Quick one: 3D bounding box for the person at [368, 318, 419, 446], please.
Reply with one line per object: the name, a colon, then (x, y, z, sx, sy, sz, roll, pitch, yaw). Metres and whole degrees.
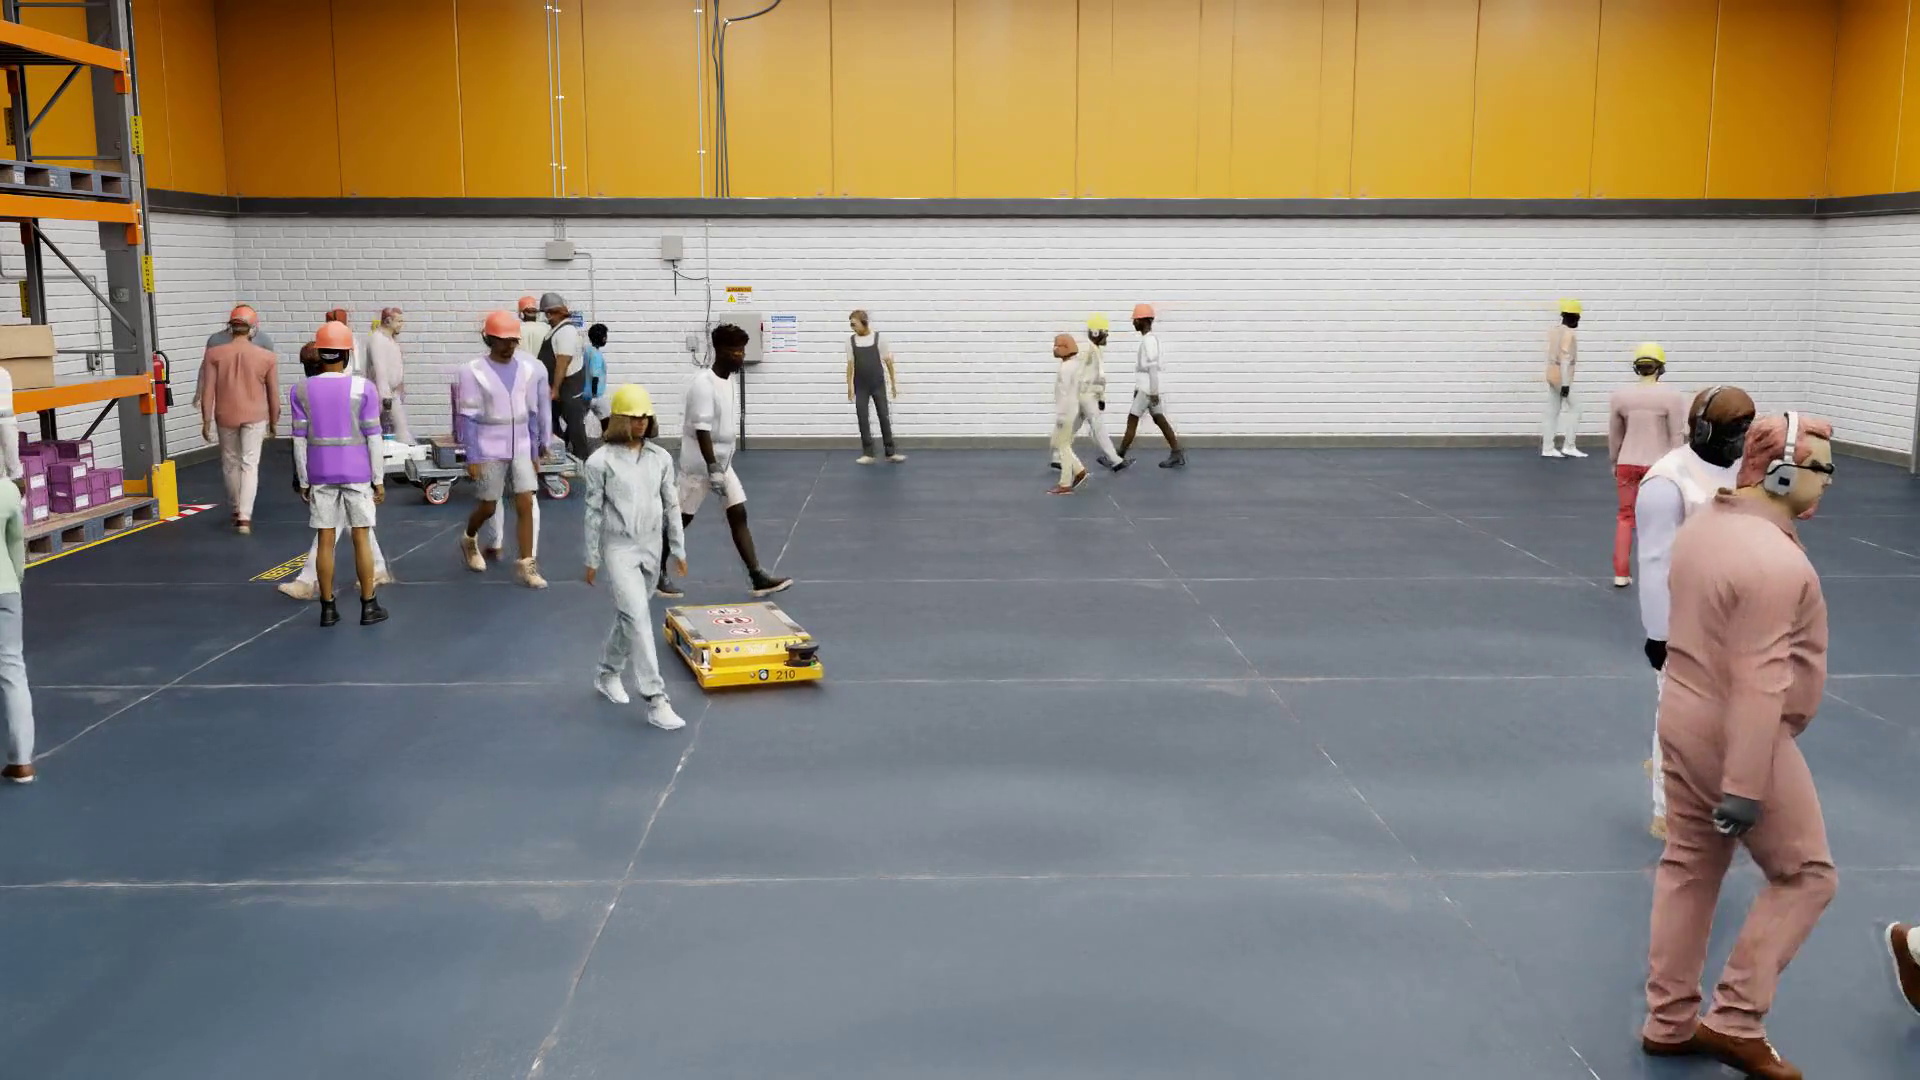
person: (-6.523, -1.693, 19.122, 0.849, 1.719, 0.534, 1, 9, 8)

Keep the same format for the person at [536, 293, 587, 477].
person: (-4.374, -1.705, 18.164, 0.589, 2.000, 0.703, -5, 11, -28)

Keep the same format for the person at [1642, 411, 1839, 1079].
person: (2.210, 0.579, 4.657, 0.525, 1.881, 0.636, 0, 9, 0)

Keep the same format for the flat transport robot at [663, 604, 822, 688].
flat transport robot: (-1.283, 0.575, 9.599, 0.652, 0.197, 1.431, -3, 10, -18)

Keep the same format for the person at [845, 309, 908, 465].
person: (-0.974, -1.760, 19.234, 0.696, 1.803, 0.431, 1, 9, 4)

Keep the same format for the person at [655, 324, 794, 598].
person: (-1.696, -0.524, 11.383, 1.093, 1.888, 0.622, 3, 10, 20)

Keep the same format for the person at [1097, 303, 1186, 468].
person: (2.111, -1.743, 18.900, 1.019, 1.881, 0.564, 1, 9, 9)

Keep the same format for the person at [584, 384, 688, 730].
person: (-1.656, 0.055, 8.424, 0.501, 1.698, 0.891, -9, 13, -44)

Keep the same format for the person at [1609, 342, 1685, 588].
person: (4.834, -0.514, 11.732, 0.341, 1.760, 0.550, -9, 13, -43)

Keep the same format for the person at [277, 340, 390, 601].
person: (-4.348, -0.485, 11.485, 0.637, 1.778, 0.955, 6, 11, 34)

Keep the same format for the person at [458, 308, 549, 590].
person: (-3.330, -0.664, 11.955, 0.609, 2.001, 0.939, -9, 13, -43)

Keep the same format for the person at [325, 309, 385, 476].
person: (-6.755, -1.578, 18.025, 1.003, 1.824, 0.584, -2, 9, -9)

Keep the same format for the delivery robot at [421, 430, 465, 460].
delivery robot: (-5.328, -0.923, 17.627, 0.477, 0.478, 0.707, 8, 12, 40)

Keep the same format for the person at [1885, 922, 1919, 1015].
person: (3.050, 0.618, 4.579, 0.535, 1.843, 0.770, -4, 10, -24)

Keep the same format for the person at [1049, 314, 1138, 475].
person: (1.450, -1.589, 18.284, 1.023, 1.759, 0.617, 2, 10, 14)

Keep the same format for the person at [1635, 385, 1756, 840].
person: (2.898, 0.306, 6.485, 0.652, 1.826, 0.440, -5, 10, -26)

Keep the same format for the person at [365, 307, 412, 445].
person: (-6.373, -1.641, 18.393, 0.947, 1.849, 0.684, 0, 9, -2)

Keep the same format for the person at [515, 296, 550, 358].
person: (-4.864, -1.786, 18.922, 0.630, 1.946, 0.958, -3, 10, -17)

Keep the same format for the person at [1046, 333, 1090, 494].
person: (1.050, -1.268, 16.733, 0.361, 1.621, 0.517, 2, 9, 11)

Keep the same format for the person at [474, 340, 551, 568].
person: (-3.468, -0.757, 12.730, 0.646, 1.910, 0.809, -5, 10, -27)

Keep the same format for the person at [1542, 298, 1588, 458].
person: (7.302, -1.919, 19.865, 0.650, 1.907, 0.613, 1, 9, 4)

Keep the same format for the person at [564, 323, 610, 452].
person: (-4.317, -1.691, 19.351, 0.864, 1.652, 0.597, -6, 11, -32)

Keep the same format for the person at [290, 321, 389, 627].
person: (-3.927, -0.413, 10.558, 0.548, 1.937, 0.358, -1, 9, -7)

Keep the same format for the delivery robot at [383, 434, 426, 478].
delivery robot: (-5.901, -0.849, 17.176, 0.707, 0.478, 0.477, -8, 12, -42)

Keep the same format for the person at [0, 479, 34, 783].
person: (-4.425, 0.267, 7.413, 0.814, 1.594, 0.521, 6, 11, 34)

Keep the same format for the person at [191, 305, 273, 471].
person: (-7.494, -1.468, 17.171, 0.761, 1.890, 0.834, -1, 9, -6)

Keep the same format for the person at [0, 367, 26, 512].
person: (-6.228, -0.450, 10.495, 0.632, 2.032, 0.420, -1, 9, -6)

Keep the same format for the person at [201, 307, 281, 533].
person: (-6.271, -1.058, 14.543, 0.630, 1.924, 1.040, -3, 10, -19)
